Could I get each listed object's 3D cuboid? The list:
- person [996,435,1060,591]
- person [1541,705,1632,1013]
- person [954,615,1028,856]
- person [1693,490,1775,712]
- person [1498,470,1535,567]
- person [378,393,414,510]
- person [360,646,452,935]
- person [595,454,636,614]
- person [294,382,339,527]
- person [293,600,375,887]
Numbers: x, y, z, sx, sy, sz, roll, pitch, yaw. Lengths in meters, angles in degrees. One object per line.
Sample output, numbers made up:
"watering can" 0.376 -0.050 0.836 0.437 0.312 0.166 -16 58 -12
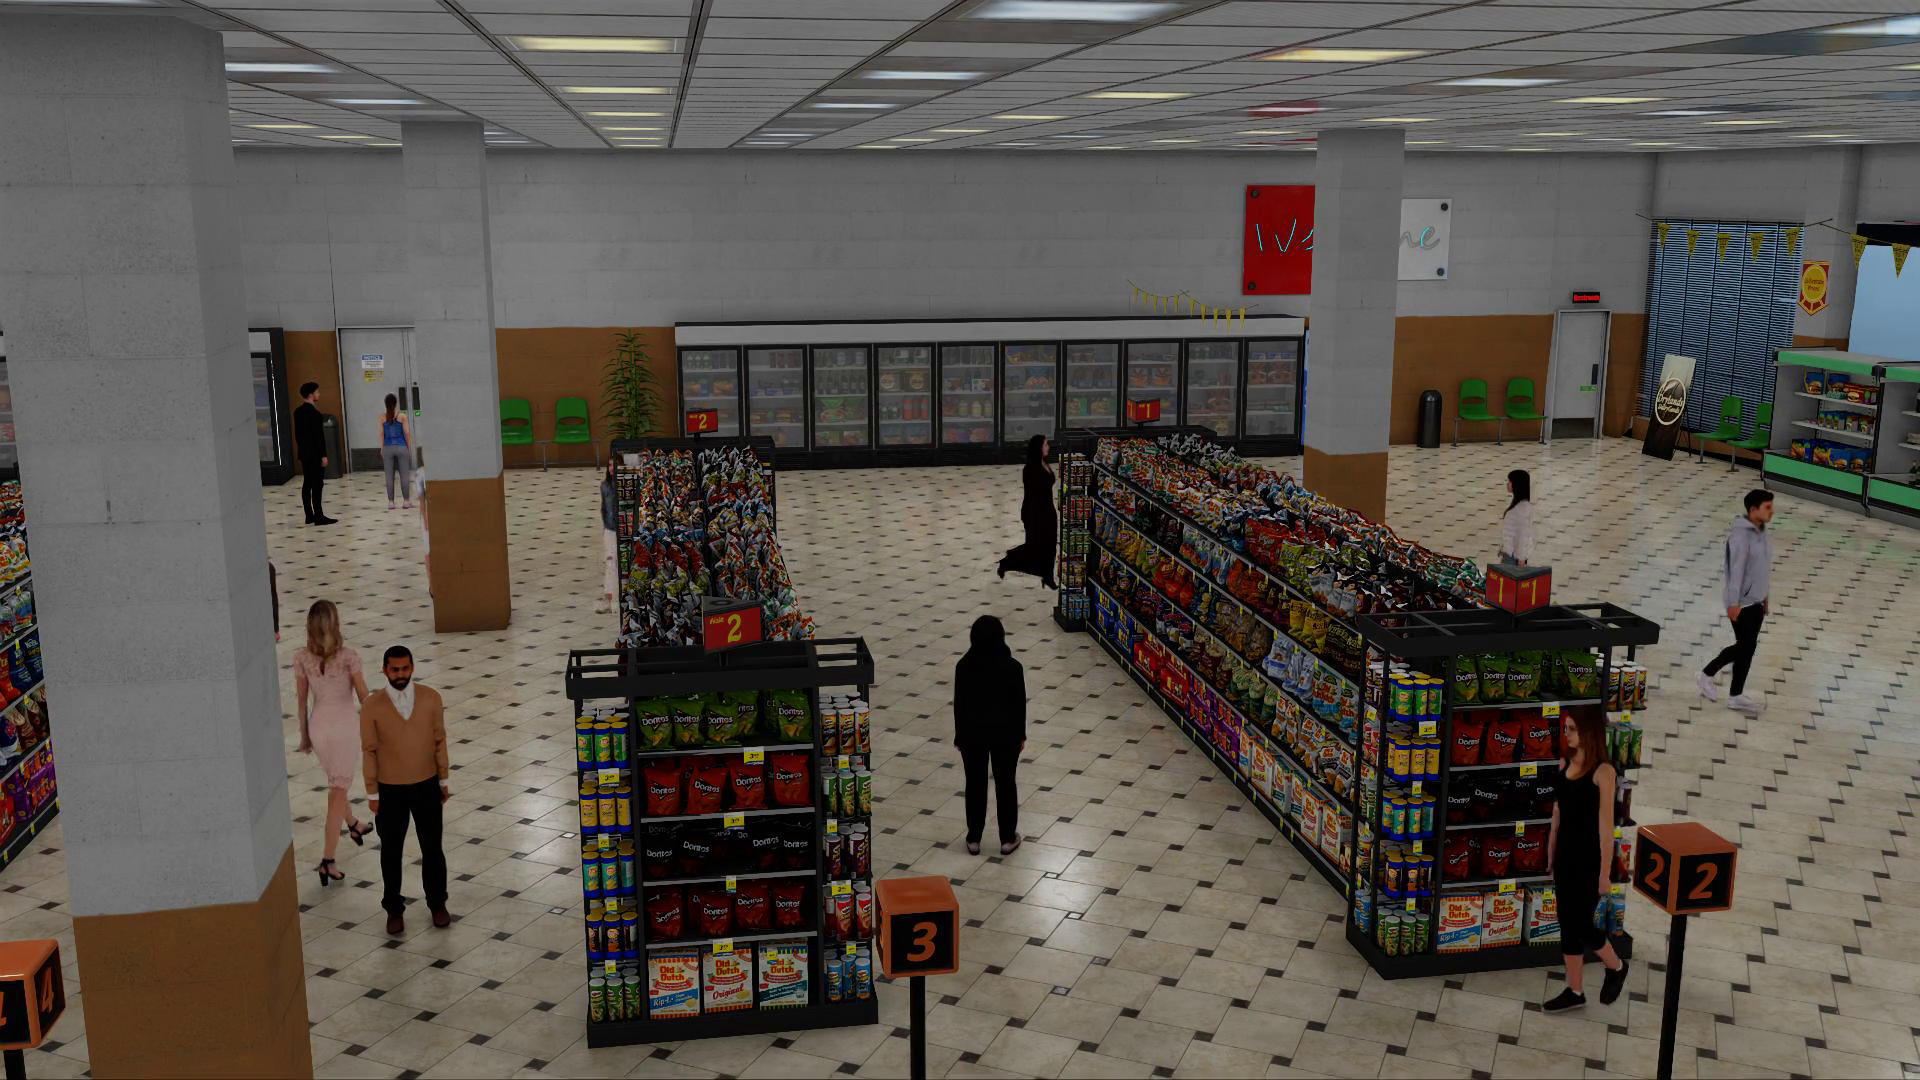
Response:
"person" 0.776 -0.273 18.247 0.971 1.735 1.009 3 12 14
"person" 3.400 1.709 8.888 0.710 1.713 0.696 -4 13 -20
"person" 0.197 1.299 11.084 0.717 1.611 0.716 1 12 5
"person" 6.569 0.506 14.116 0.896 1.913 0.973 -9 15 -38
"person" 5.665 0.110 16.698 0.776 1.624 0.672 4 12 17
"person" -7.860 -1.240 23.145 0.561 1.610 0.538 -3 12 -12
"person" -3.296 1.468 9.937 0.720 1.753 0.703 -6 14 -28
"person" -3.511 -0.067 17.477 0.925 1.651 1.195 3 12 13
"person" -8.588 -1.149 22.032 0.767 1.891 0.841 9 15 37
"person" -4.019 1.315 10.573 0.796 1.790 1.123 2 12 7
